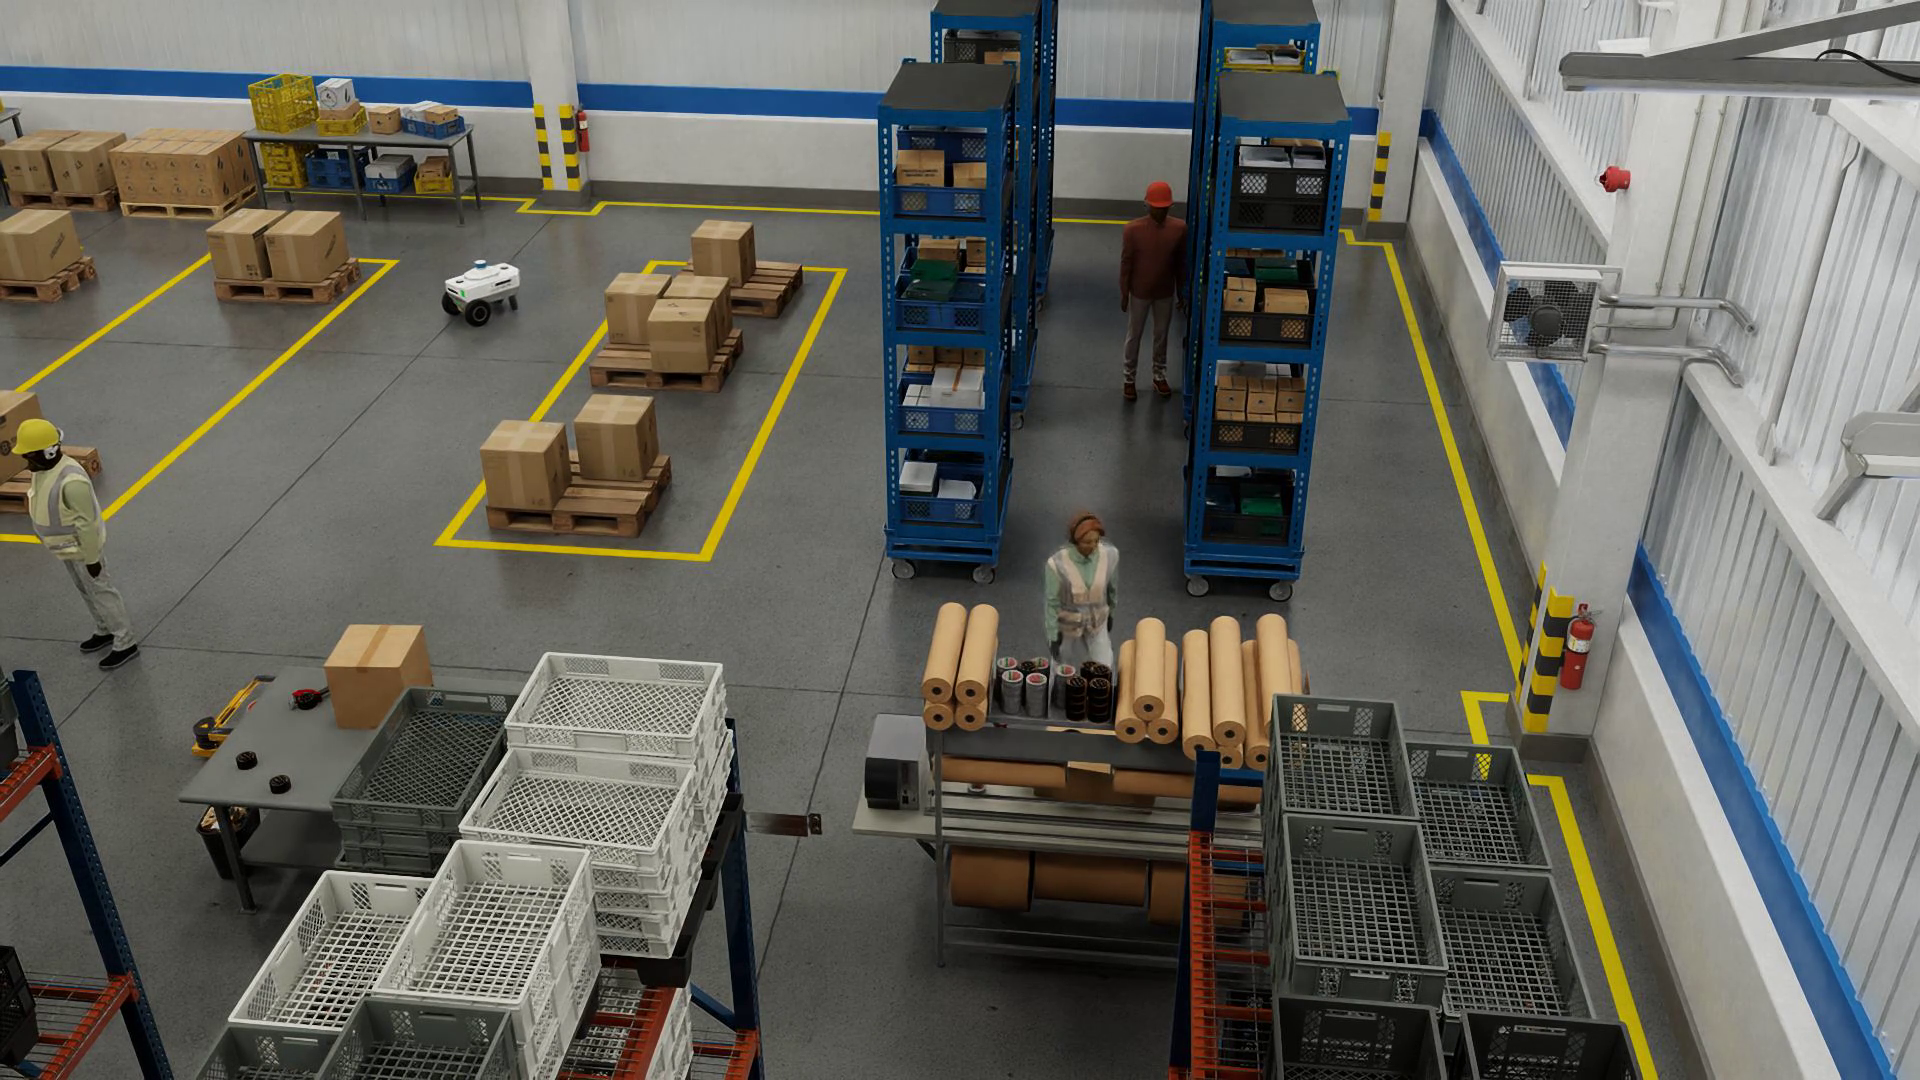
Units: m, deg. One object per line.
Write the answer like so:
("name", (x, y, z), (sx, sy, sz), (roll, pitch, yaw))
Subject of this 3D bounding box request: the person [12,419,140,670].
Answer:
("person", (-5.919, 0.009, 11.099), (0.589, 1.824, 0.403), (26, 39, 37))

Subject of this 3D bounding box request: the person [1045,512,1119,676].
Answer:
("person", (0.774, 0.591, 10.299), (0.525, 1.610, 0.716), (-8, 31, -13))

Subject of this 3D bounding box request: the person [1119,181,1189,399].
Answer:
("person", (1.710, -2.216, 14.752), (0.612, 1.995, 0.382), (-6, 31, -10))

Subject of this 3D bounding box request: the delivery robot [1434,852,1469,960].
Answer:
("delivery robot", (2.562, 1.923, 8.973), (0.477, 0.478, 0.707), (9, 31, 15))

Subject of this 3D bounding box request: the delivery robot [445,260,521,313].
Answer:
("delivery robot", (-4.773, -2.564, 16.681), (0.477, 0.478, 0.707), (26, 39, 37))

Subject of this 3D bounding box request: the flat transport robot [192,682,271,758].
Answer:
("flat transport robot", (-4.089, 1.163, 10.648), (1.431, 0.197, 0.652), (3, 30, 6))
